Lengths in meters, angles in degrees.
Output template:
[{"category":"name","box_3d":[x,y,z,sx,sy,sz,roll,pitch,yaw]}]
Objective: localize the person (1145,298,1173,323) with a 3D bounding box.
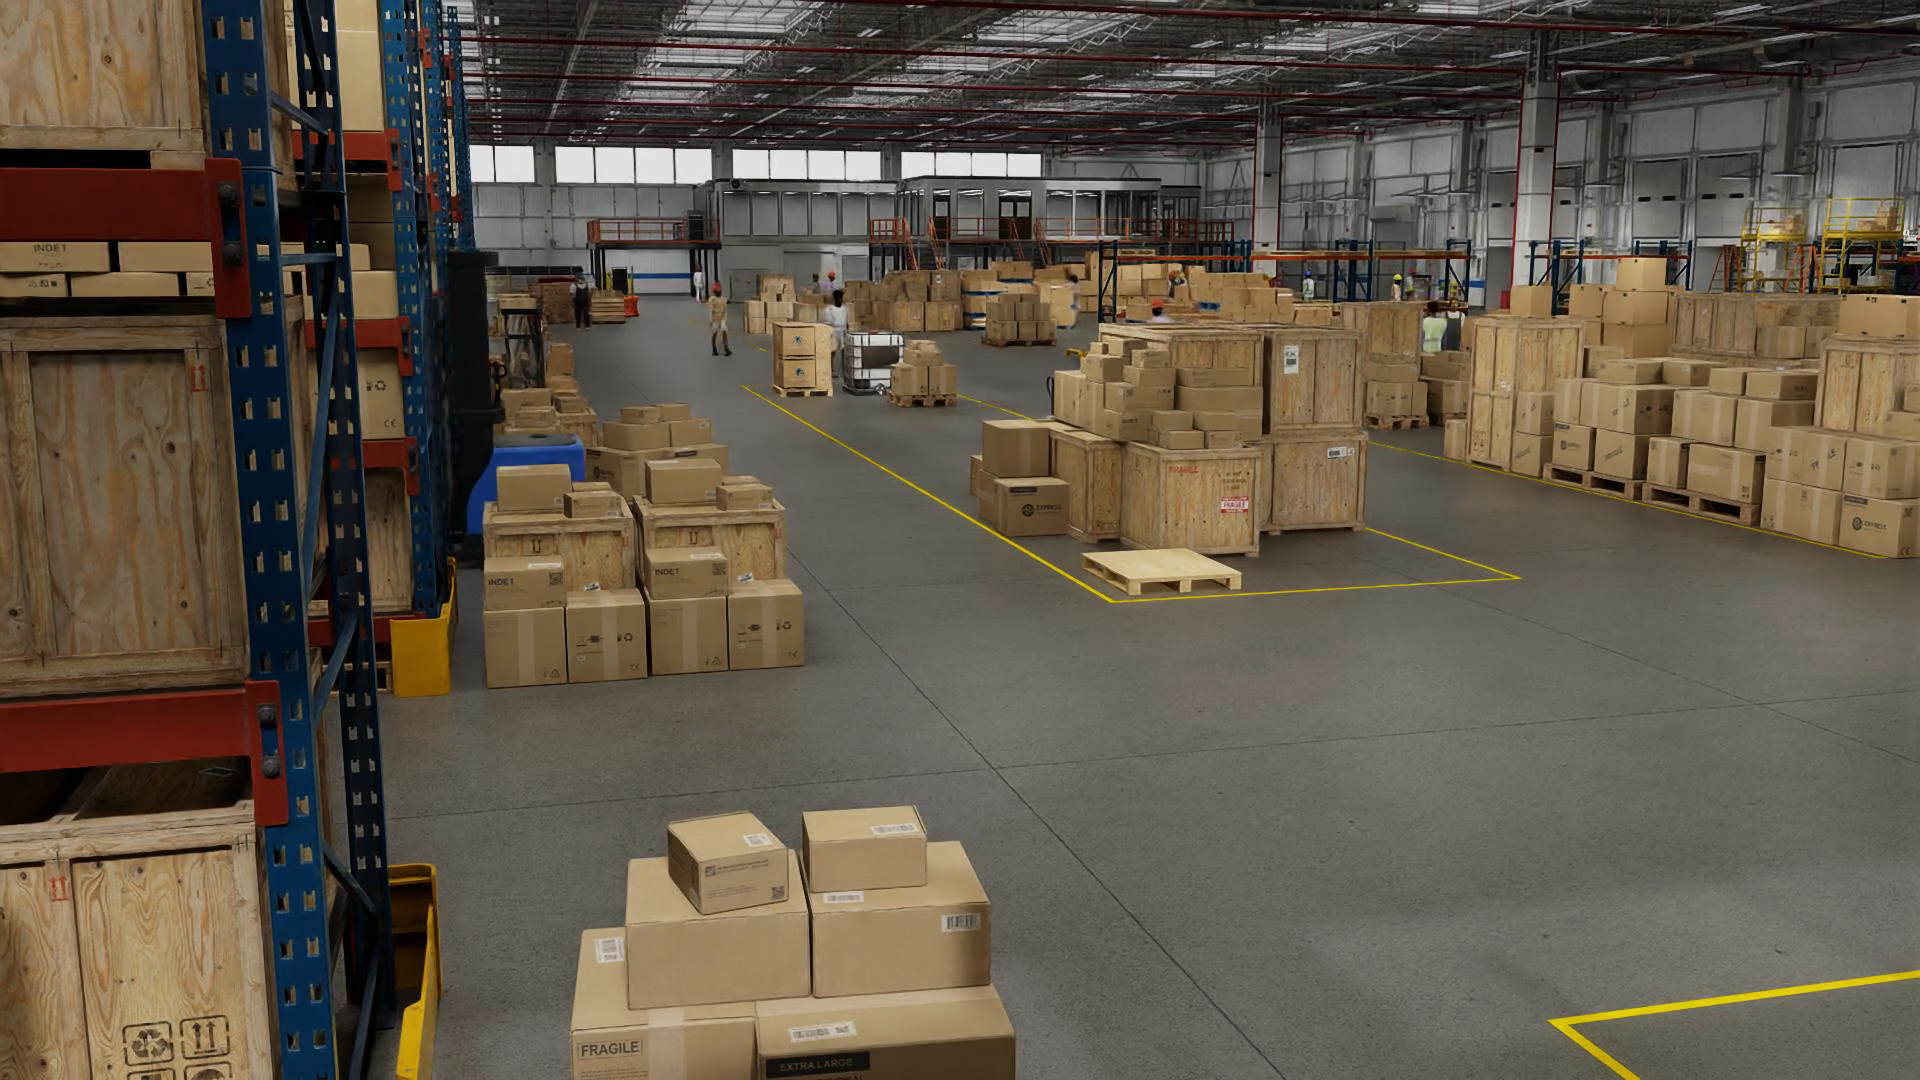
[{"category":"person","box_3d":[3.718,-3.543,30.985,0.558,1.915,0.746,-2,10,-13]}]

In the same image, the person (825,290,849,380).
[{"category":"person","box_3d":[-2.545,-4.372,35.613,0.635,1.924,0.941,-7,12,-35]}]

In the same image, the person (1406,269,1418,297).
[{"category":"person","box_3d":[19.834,-10.947,72.980,0.544,1.895,0.993,4,11,21]}]

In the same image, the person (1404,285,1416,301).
[{"category":"person","box_3d":[13.146,-6.542,48.425,0.688,1.744,0.535,-3,11,-18]}]

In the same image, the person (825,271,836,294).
[{"category":"person","box_3d":[-4.452,-8.284,57.499,0.417,2.034,0.603,1,10,4]}]

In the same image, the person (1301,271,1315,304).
[{"category":"person","box_3d":[13.228,-9.264,63.277,0.608,1.943,0.402,-7,12,-35]}]

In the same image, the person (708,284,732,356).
[{"category":"person","box_3d":[-6.286,-5.739,43.477,0.563,1.879,1.008,-6,12,-31]}]

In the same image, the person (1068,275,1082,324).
[{"category":"person","box_3d":[4.235,-8.889,61.494,0.464,1.823,0.650,6,12,32]}]

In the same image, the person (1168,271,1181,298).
[{"category":"person","box_3d":[8.748,-9.912,67.123,0.626,1.899,1.027,-2,10,-8]}]

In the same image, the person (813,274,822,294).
[{"category":"person","box_3d":[-5.452,-9.195,63.272,1.004,1.826,0.550,3,11,18]}]

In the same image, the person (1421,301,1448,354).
[{"category":"person","box_3d":[8.717,-3.469,30.664,0.606,1.881,0.967,-2,10,-11]}]

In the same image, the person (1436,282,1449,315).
[{"category":"person","box_3d":[15.678,-7.545,54.161,0.503,1.724,0.375,-5,11,-25]}]

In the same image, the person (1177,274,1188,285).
[{"category":"person","box_3d":[8.114,-8.777,60.736,0.669,1.865,0.895,-6,12,-31]}]

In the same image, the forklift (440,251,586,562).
[{"category":"forklift","box_3d":[-4.398,-1.230,15.136,1.873,2.768,1.129,-3,10,-15]}]

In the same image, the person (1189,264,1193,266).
[{"category":"person","box_3d":[11.703,-13.013,84.454,0.892,1.960,0.616,7,12,36]}]

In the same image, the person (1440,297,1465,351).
[{"category":"person","box_3d":[10.043,-4.040,33.979,0.506,1.847,0.343,0,10,3]}]

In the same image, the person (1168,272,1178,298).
[{"category":"person","box_3d":[7.719,-8.632,59.711,0.987,1.946,0.589,4,11,20]}]

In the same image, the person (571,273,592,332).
[{"category":"person","box_3d":[-12.709,-8.004,55.874,0.721,2.000,1.047,-4,11,-23]}]

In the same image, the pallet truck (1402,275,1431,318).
[{"category":"pallet truck","box_3d":[14.620,-7.324,52.145,0.823,1.965,1.885,8,13,40]}]

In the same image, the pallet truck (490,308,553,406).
[{"category":"pallet truck","box_3d":[-6.242,-2.418,24.362,0.823,1.965,1.885,1,10,3]}]

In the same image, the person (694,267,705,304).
[{"category":"person","box_3d":[-13.128,-12.844,83.877,0.588,1.824,1.003,1,10,4]}]

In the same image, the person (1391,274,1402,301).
[{"category":"person","box_3d":[14.714,-7.987,56.093,0.367,1.927,0.594,1,10,8]}]
